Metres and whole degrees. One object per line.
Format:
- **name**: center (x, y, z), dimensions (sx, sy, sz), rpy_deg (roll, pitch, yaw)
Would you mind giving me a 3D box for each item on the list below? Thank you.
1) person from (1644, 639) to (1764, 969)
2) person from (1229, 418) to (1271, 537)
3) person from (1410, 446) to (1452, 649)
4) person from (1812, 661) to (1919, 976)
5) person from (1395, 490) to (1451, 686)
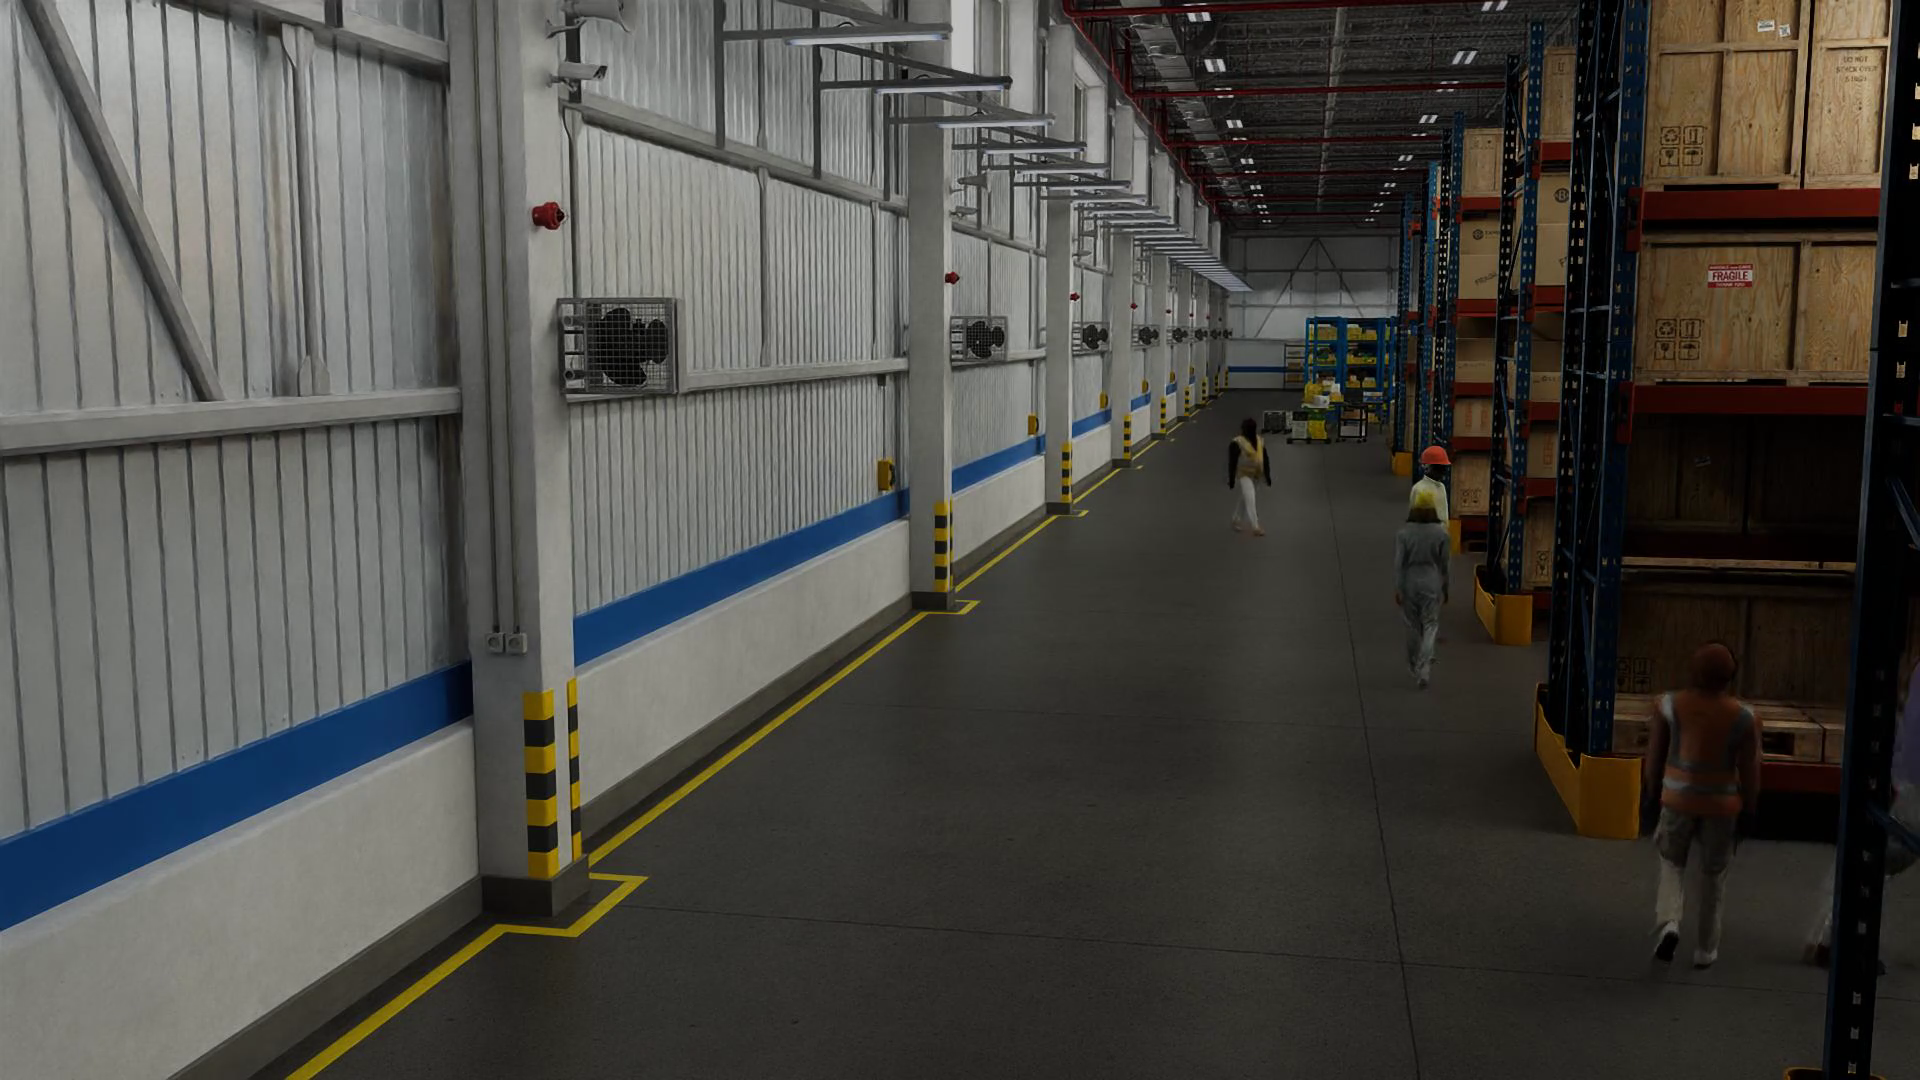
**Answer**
- **person**: center (3.581, 1.291, 8.036), dimensions (0.530, 1.624, 0.422), rpy_deg (4, 8, 29)
- **person**: center (4.412, -0.976, 25.520), dimensions (0.623, 1.805, 0.968), rpy_deg (-4, 8, -31)
- **person**: center (4.634, 0.066, 16.376), dimensions (0.388, 1.992, 0.625), rpy_deg (6, 9, 39)
- **person**: center (4.734, 1.199, 7.990), dimensions (1.174, 1.827, 0.641), rpy_deg (2, 7, 14)
- **person**: center (4.083, 0.418, 14.696), dimensions (0.486, 1.713, 0.806), rpy_deg (2, 7, 14)
